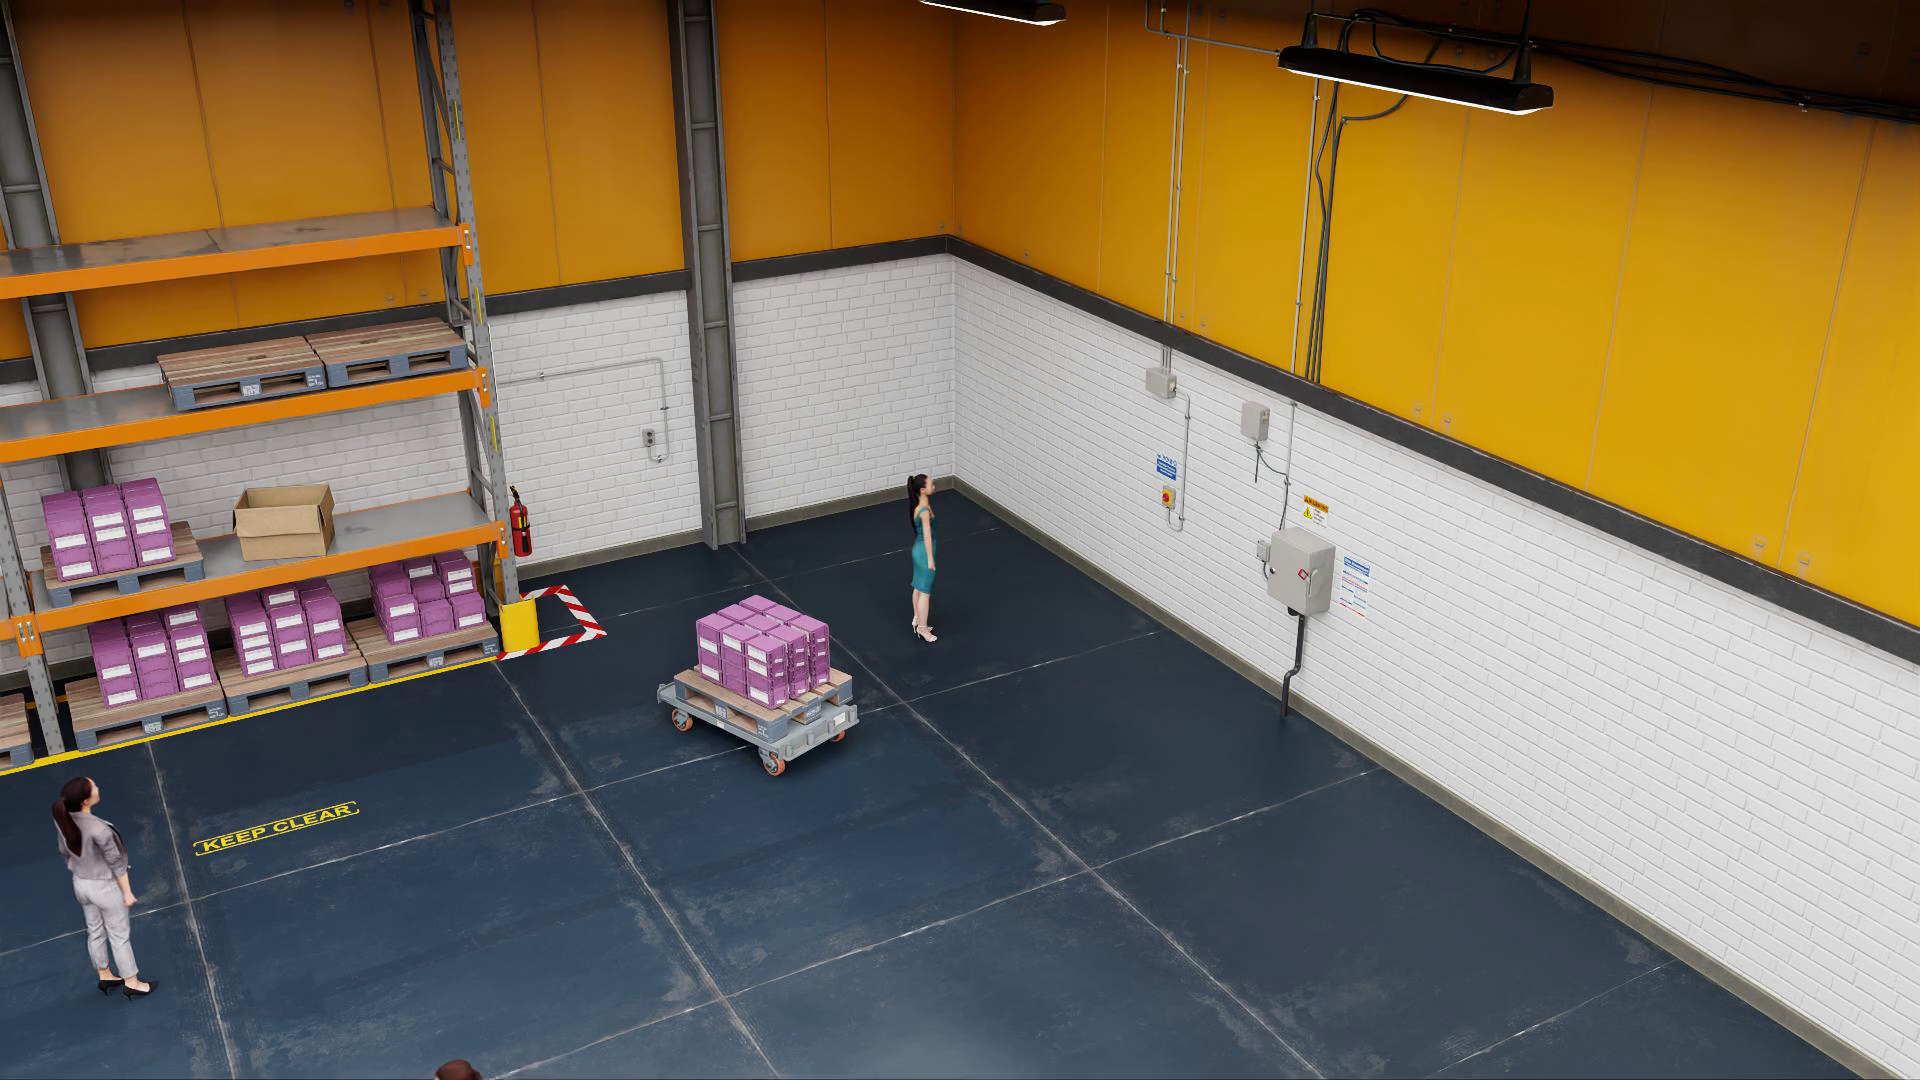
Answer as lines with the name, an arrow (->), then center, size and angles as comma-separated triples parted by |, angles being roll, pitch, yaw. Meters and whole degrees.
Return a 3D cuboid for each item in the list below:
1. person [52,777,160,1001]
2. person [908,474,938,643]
person -> -5.697, 2.309, 11.014 | 0.729, 1.678, 0.775 | 8, 25, 19
person -> -0.341, 0.155, 15.931 | 0.580, 1.687, 0.616 | -5, 24, -11
